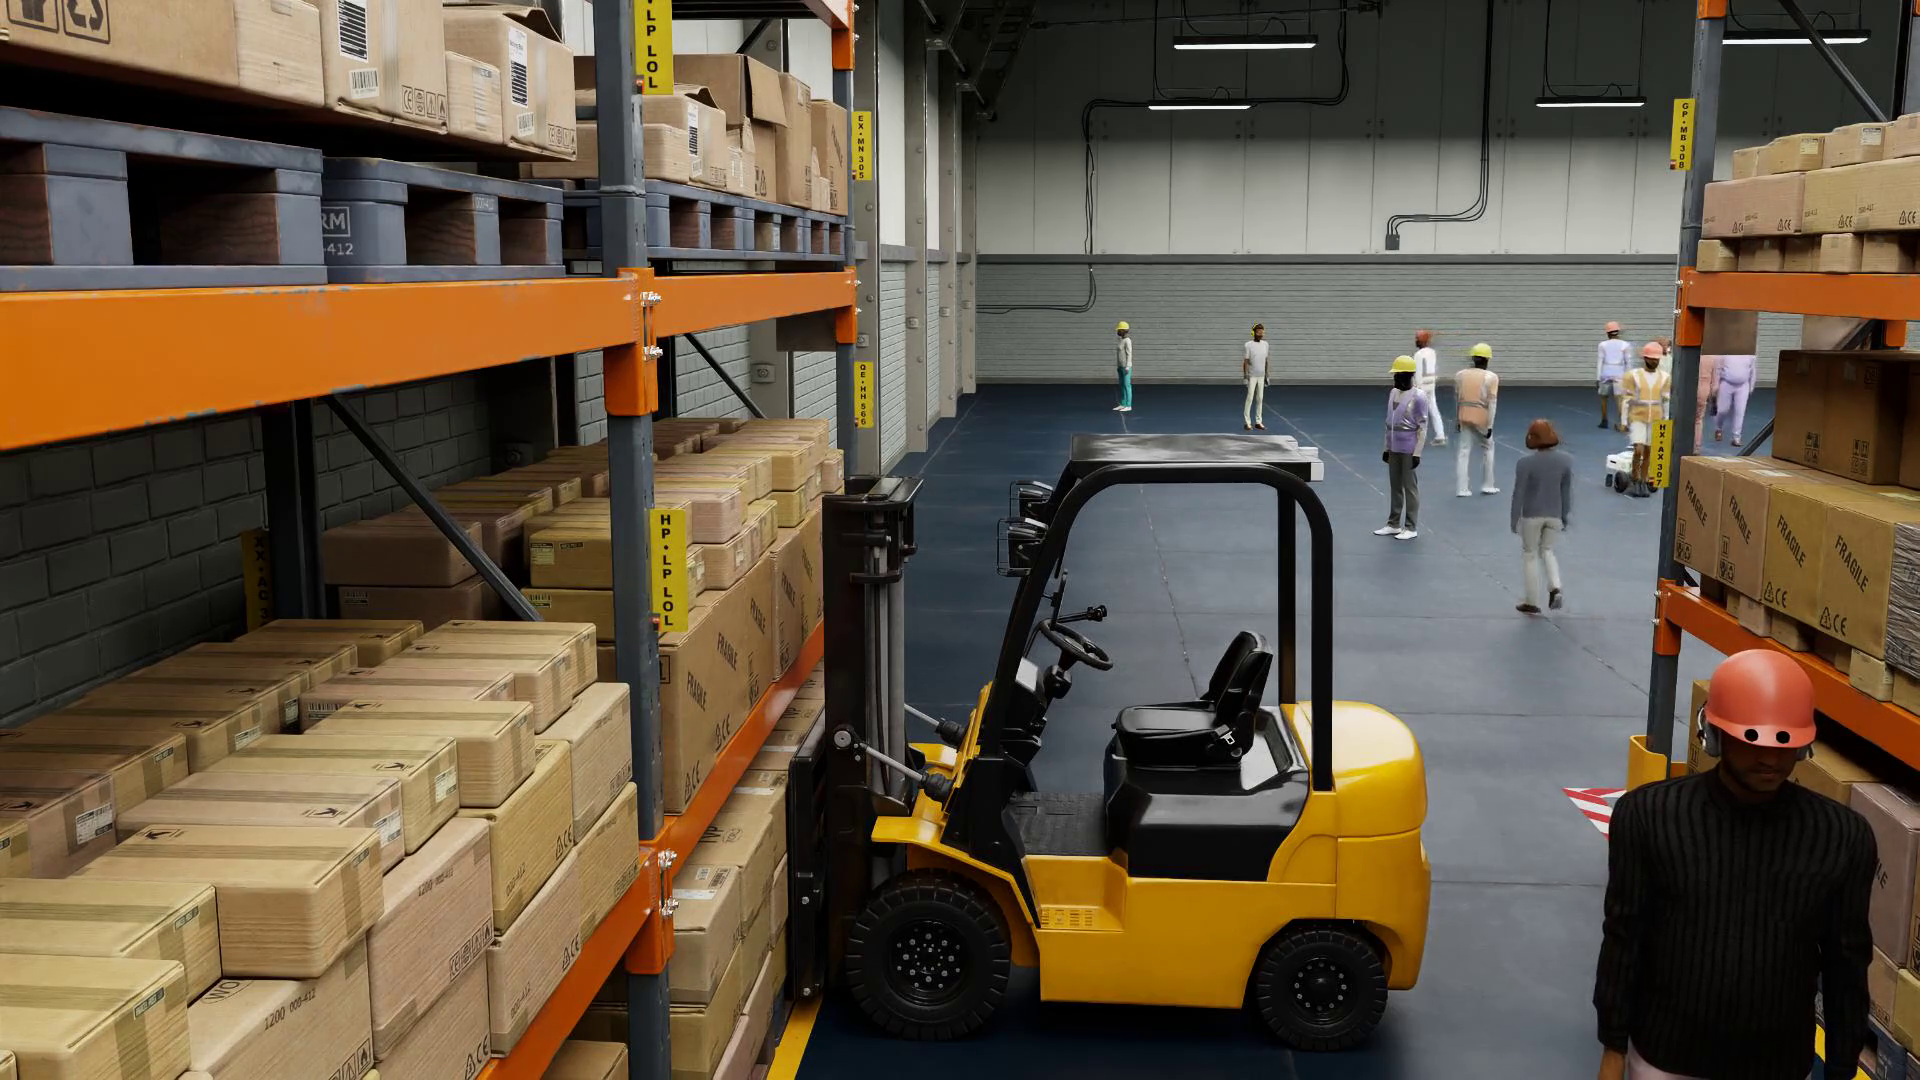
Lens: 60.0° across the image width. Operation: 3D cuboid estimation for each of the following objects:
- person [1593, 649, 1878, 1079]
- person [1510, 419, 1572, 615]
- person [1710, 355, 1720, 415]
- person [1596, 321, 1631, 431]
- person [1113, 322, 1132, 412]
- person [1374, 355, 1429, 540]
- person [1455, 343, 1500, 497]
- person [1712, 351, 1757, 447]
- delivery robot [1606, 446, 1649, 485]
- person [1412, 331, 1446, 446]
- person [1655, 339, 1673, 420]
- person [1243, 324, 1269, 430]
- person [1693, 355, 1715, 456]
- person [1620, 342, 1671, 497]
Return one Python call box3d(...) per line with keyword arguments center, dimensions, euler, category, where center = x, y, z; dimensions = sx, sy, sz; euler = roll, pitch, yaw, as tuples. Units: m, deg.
box3d(center=(1.843, 1.226, 3.999), dimensions=(0.605, 1.986, 0.402), euler=(3, 10, 16), category="person")
box3d(center=(4.753, -0.187, 13.642), dimensions=(0.518, 1.617, 0.364), euler=(-2, 10, -14), category="person")
box3d(center=(14.555, -3.330, 31.801), dimensions=(0.399, 1.923, 0.542), euler=(-7, 12, -38), category="person")
box3d(center=(11.417, -2.852, 29.015), dimensions=(0.608, 1.898, 0.770), euler=(3, 10, 18), category="person")
box3d(center=(3.213, -3.409, 32.729), dimensions=(0.322, 1.769, 0.523), euler=(-2, 10, -14), category="person")
box3d(center=(4.646, -0.970, 17.460), dimensions=(0.372, 1.928, 0.584), euler=(-4, 10, -23), category="person")
box3d(center=(6.456, -1.489, 20.702), dimensions=(0.593, 1.897, 0.815), euler=(8, 12, 40), category="person")
box3d(center=(12.341, -2.450, 26.529), dimensions=(0.663, 1.892, 0.607), euler=(2, 10, 12), category="person")
box3d(center=(8.541, -0.951, 21.200), dimensions=(0.477, 0.478, 0.707), euler=(0, 9, -3), category="delivery robot")
box3d(center=(7.383, -2.420, 26.573), dimensions=(0.570, 1.831, 1.010), euler=(-7, 12, -37), category="person")
box3d(center=(12.193, -2.671, 28.753), dimensions=(0.505, 1.600, 0.740), euler=(-6, 11, -34), category="person")
box3d(center=(5.170, -2.838, 28.998), dimensions=(0.513, 1.861, 0.314), euler=(-5, 10, -26), category="person")
box3d(center=(10.893, -2.145, 24.717), dimensions=(0.695, 1.891, 0.408), euler=(-5, 10, -26), category="person")
box3d(center=(8.470, -1.463, 20.465), dimensions=(0.582, 1.919, 0.588), euler=(1, 9, 3), category="person")
